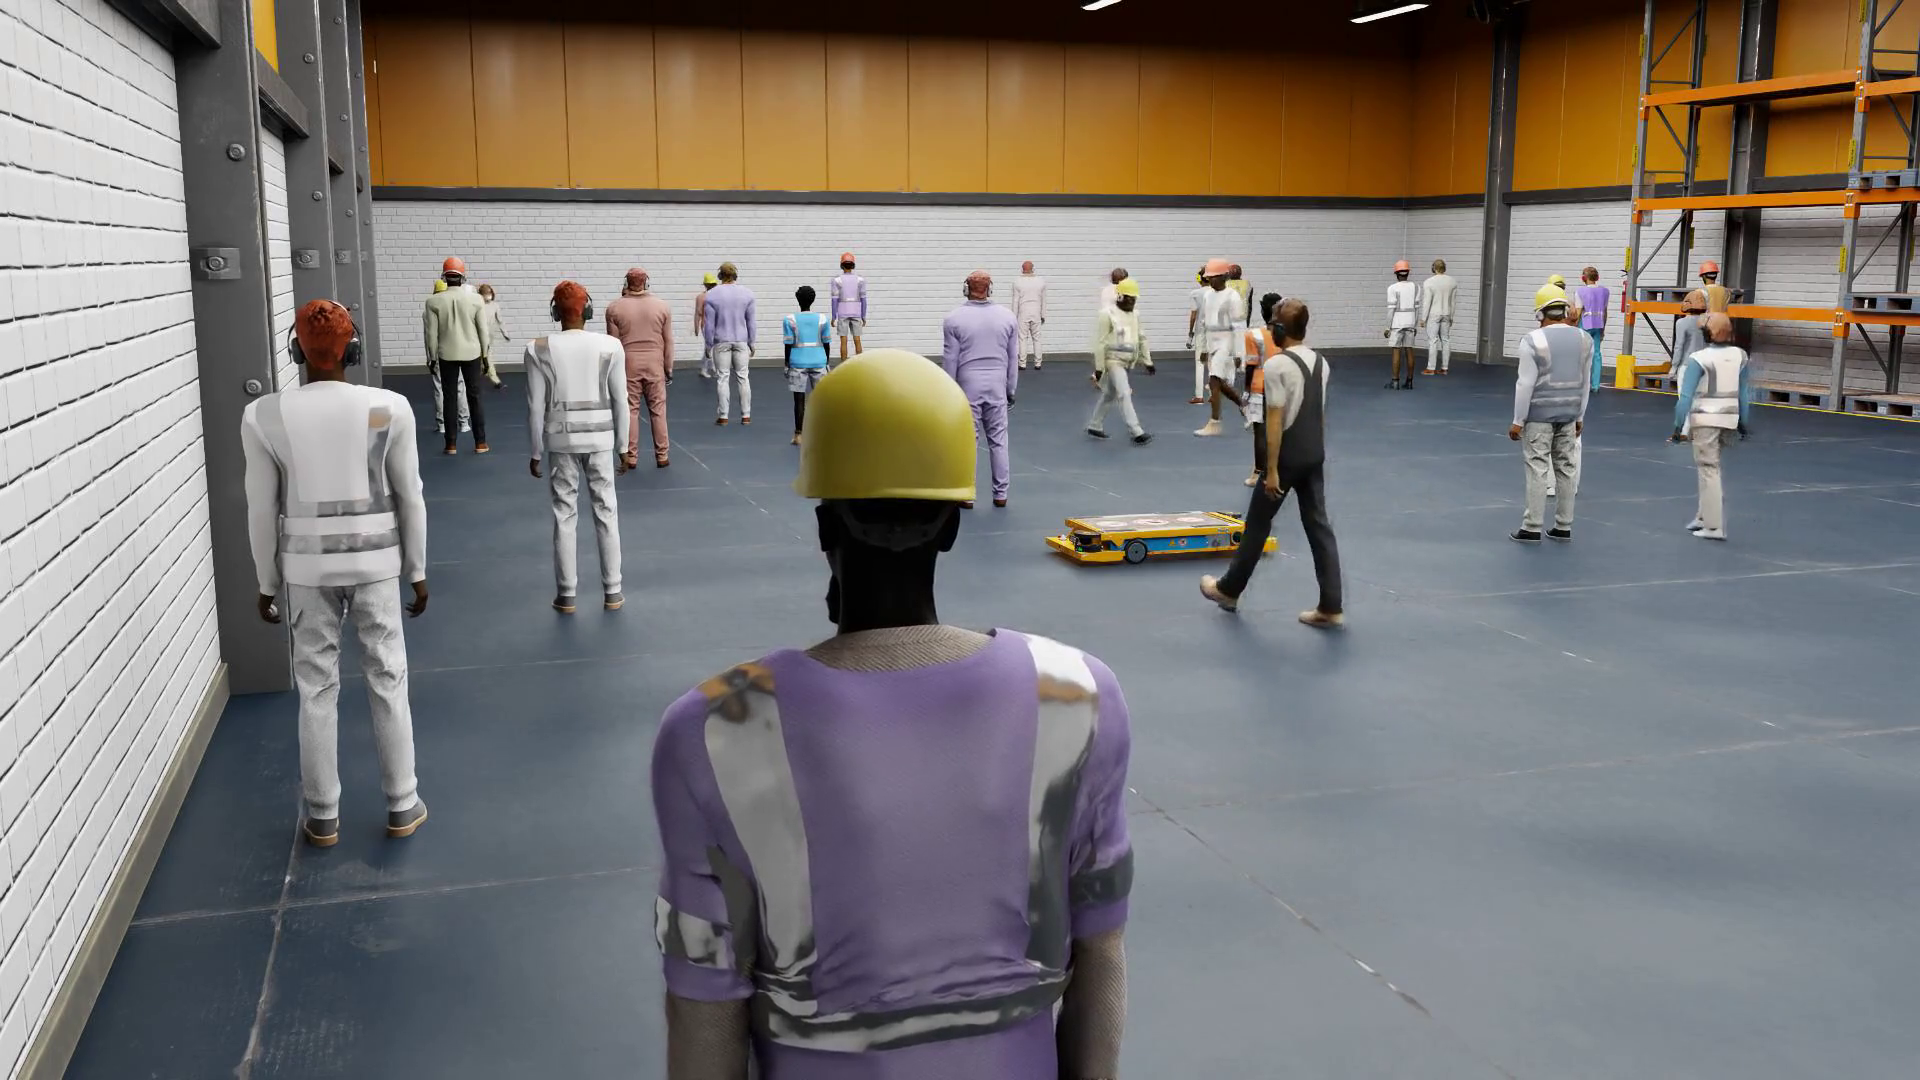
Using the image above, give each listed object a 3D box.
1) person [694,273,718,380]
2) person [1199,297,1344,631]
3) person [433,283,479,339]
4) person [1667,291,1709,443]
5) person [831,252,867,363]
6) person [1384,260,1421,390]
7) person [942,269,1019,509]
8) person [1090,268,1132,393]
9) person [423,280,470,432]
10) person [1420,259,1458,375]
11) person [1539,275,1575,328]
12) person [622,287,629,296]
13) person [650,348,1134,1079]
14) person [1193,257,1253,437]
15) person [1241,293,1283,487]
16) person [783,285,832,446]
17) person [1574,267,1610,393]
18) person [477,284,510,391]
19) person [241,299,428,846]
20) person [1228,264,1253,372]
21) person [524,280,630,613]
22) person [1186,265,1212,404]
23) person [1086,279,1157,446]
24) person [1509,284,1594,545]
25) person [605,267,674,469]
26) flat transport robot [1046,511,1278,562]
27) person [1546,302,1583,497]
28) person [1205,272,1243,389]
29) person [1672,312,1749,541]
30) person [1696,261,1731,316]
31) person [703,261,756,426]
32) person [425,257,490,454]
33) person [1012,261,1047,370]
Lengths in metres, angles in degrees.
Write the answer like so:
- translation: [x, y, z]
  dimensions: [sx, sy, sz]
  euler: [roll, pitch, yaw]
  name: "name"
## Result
- translation: [-4.031, -3.452, 26.922]
  dimensions: [0.937, 1.715, 0.527]
  euler: [9, 14, 44]
  name: "person"
- translation: [1.784, -0.433, 9.202]
  dimensions: [0.544, 1.791, 0.969]
  euler: [-7, 12, -36]
  name: "person"
- translation: [-6.999, -2.927, 23.167]
  dimensions: [0.602, 1.958, 0.380]
  euler: [-3, 10, -17]
  name: "person"
- translation: [7.892, -1.864, 17.950]
  dimensions: [0.499, 1.634, 0.278]
  euler: [-3, 10, -17]
  name: "person"
- translation: [-1.851, -3.733, 27.584]
  dimensions: [0.605, 2.045, 0.379]
  euler: [-3, 10, -17]
  name: "person"
- translation: [6.604, -3.213, 24.912]
  dimensions: [0.543, 1.927, 0.374]
  euler: [-3, 10, -17]
  name: "person"
- translation: [0.149, -1.200, 13.316]
  dimensions: [0.638, 1.910, 0.406]
  euler: [-3, 10, -17]
  name: "person"
- translation: [2.225, -2.999, 23.960]
  dimensions: [0.536, 1.830, 0.646]
  euler: [-6, 11, -29]
  name: "person"
- translation: [-5.856, -2.093, 18.985]
  dimensions: [0.484, 1.735, 0.311]
  euler: [-3, 10, -17]
  name: "person"
- translation: [8.013, -3.729, 27.887]
  dimensions: [0.627, 1.934, 0.370]
  euler: [-3, 10, -17]
  name: "person"
- translation: [7.763, -2.578, 21.728]
  dimensions: [0.524, 1.760, 0.328]
  euler: [-3, 10, -17]
  name: "person"
- translation: [-4.860, -3.020, 24.643]
  dimensions: [0.499, 1.634, 0.278]
  euler: [-3, 10, -17]
  name: "person"
- translation: [-0.080, 0.732, 2.069]
  dimensions: [0.585, 1.929, 0.371]
  euler: [-3, 10, -17]
  name: "person"
- translation: [3.005, -2.158, 18.617]
  dimensions: [0.847, 2.007, 0.648]
  euler: [-4, 11, -24]
  name: "person"
- translation: [2.699, -1.295, 14.474]
  dimensions: [0.531, 1.697, 0.320]
  euler: [-3, 10, -17]
  name: "person"
- translation: [-1.623, -1.848, 17.673]
  dimensions: [0.531, 1.698, 0.320]
  euler: [-3, 10, -17]
  name: "person"
- translation: [9.127, -3.031, 24.118]
  dimensions: [0.564, 1.837, 0.388]
  euler: [-3, 10, -17]
  name: "person"
- translation: [-7.067, -3.017, 24.794]
  dimensions: [0.910, 1.574, 0.503]
  euler: [6, 11, 31]
  name: "person"
- translation: [-2.133, 0.120, 5.745]
  dimensions: [0.573, 1.883, 0.354]
  euler: [-3, 10, -17]
  name: "person"
- translation: [4.681, -3.773, 28.402]
  dimensions: [0.620, 1.845, 0.429]
  euler: [-3, 10, -17]
  name: "person"
- translation: [-2.166, -0.524, 9.466]
  dimensions: [0.573, 1.886, 0.354]
  euler: [-3, 10, -17]
  name: "person"
- translation: [3.307, -2.763, 22.484]
  dimensions: [0.520, 1.869, 0.327]
  euler: [-3, 10, -17]
  name: "person"
- translation: [1.723, -1.896, 17.786]
  dimensions: [0.970, 1.772, 0.600]
  euler: [8, 13, 40]
  name: "person"
- translation: [4.125, -0.874, 11.677]
  dimensions: [0.588, 1.822, 0.403]
  euler: [-3, 10, -17]
  name: "person"
- translation: [-3.034, -1.627, 15.784]
  dimensions: [0.638, 1.911, 0.406]
  euler: [-3, 10, -17]
  name: "person"
- translation: [1.366, -0.035, 11.305]
  dimensions: [1.431, 0.197, 0.652]
  euler: [-3, 10, -17]
  name: "flat transport robot"
- translation: [5.029, -1.171, 13.927]
  dimensions: [0.514, 1.639, 0.311]
  euler: [-3, 10, -17]
  name: "person"
- translation: [3.909, -3.163, 24.891]
  dimensions: [0.620, 1.837, 0.429]
  euler: [-3, 10, -17]
  name: "person"
- translation: [5.335, -0.825, 11.945]
  dimensions: [0.551, 1.615, 0.599]
  euler: [-4, 10, -20]
  name: "person"
- translation: [10.038, -2.773, 22.368]
  dimensions: [0.543, 1.928, 0.374]
  euler: [-3, 10, -17]
  name: "person"
- translation: [-2.721, -2.314, 19.675]
  dimensions: [0.627, 1.941, 0.370]
  euler: [-3, 10, -17]
  name: "person"
- translation: [-5.108, -1.873, 16.953]
  dimensions: [0.610, 1.996, 0.378]
  euler: [-3, 10, -17]
  name: "person"
- translation: [1.191, -3.916, 29.062]
  dimensions: [0.638, 1.902, 0.406]
  euler: [-3, 10, -17]
  name: "person"
